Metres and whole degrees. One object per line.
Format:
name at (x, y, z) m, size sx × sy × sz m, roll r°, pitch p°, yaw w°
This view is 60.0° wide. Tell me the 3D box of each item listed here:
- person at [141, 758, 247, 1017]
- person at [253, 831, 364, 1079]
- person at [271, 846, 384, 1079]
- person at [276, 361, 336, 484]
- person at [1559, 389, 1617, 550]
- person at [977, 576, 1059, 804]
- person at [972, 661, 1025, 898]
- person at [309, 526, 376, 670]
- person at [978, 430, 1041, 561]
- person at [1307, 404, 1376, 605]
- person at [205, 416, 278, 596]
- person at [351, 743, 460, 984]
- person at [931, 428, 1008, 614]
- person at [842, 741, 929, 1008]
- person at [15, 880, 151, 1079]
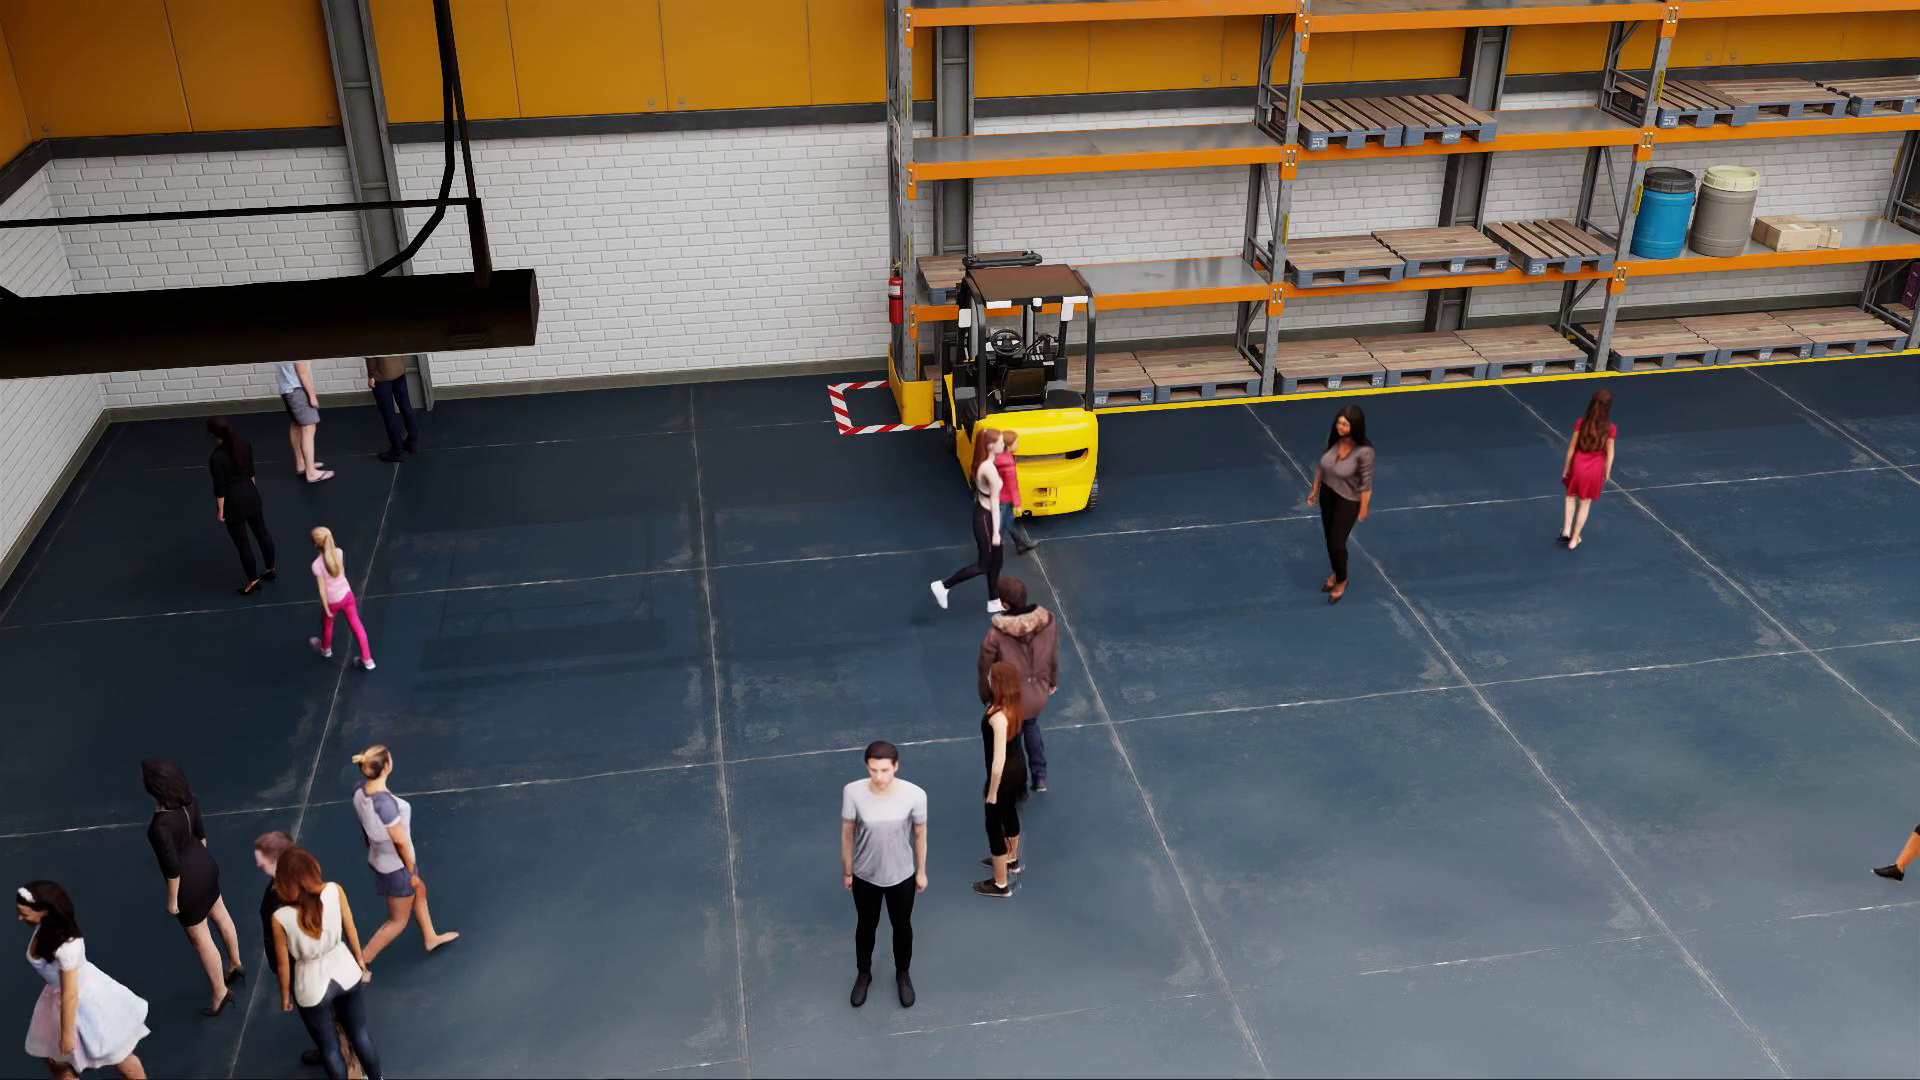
person at (-4.562, 2.048, 9.896) m, size 0.560 × 1.807 × 0.635 m, roll 2°, pitch 29°, yaw 3°
person at (-3.637, 2.346, 9.312) m, size 0.688 × 1.843 × 0.743 m, roll -13°, pitch 31°, yaw -22°
person at (-3.481, 2.455, 9.186) m, size 0.681 × 1.772 × 0.777 m, roll -25°, pitch 37°, yaw -38°
person at (-6.511, -1.446, 16.280) m, size 0.758 × 1.828 × 0.742 m, roll -25°, pitch 37°, yaw -38°
person at (5.659, -0.616, 15.058) m, size 0.707 × 1.539 × 0.765 m, roll 13°, pitch 31°, yaw 23°
person at (0.453, 1.108, 11.598) m, size 0.738 × 1.827 × 0.906 m, roll -11°, pitch 30°, yaw -19°
person at (0.313, 1.539, 10.913) m, size 0.687 × 1.727 × 0.682 m, roll 7°, pitch 29°, yaw 13°
person at (-4.955, 0.486, 13.351) m, size 0.922 × 1.240 × 0.829 m, roll 15°, pitch 32°, yaw 26°
person at (0.318, -0.363, 14.852) m, size 0.815 × 1.292 × 0.541 m, roll -6°, pitch 29°, yaw -11°
person at (3.331, -0.349, 14.269) m, size 0.821 × 1.826 × 0.786 m, roll -18°, pitch 33°, yaw -29°
person at (-6.216, -0.311, 14.371) m, size 0.718 × 1.662 × 0.692 m, roll 11°, pitch 31°, yaw 20°
person at (-3.538, 2.018, 10.176) m, size 1.068 × 1.590 × 0.911 m, roll -22°, pitch 36°, yaw -35°
person at (0.141, -0.112, 13.943) m, size 0.987 × 1.723 × 0.616 m, roll -4°, pitch 29°, yaw -8°
person at (-0.450, 1.978, 9.965) m, size 0.570 × 1.863 × 0.766 m, roll 1°, pitch 29°, yaw 2°
person at (-4.666, 2.525, 9.044) m, size 1.021 × 1.785 × 0.915 m, roll -25°, pitch 38°, yaw -38°
